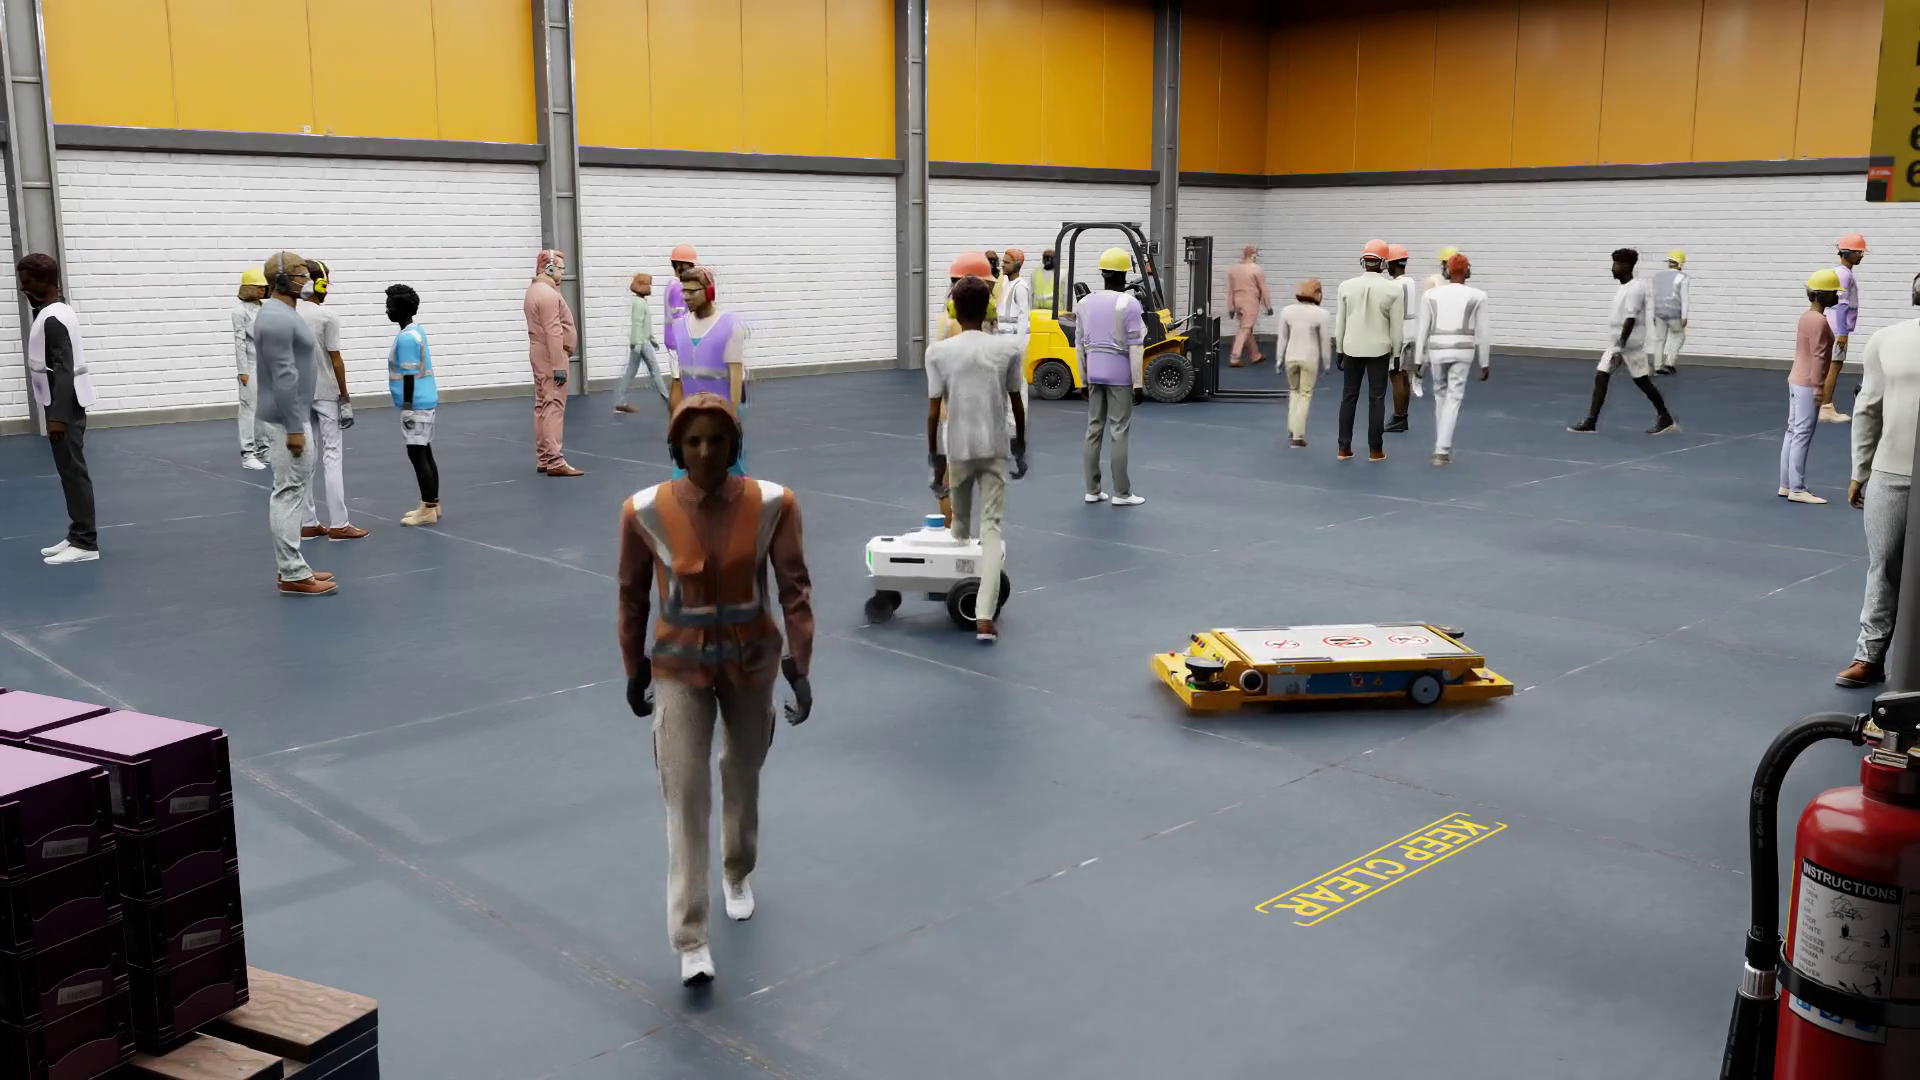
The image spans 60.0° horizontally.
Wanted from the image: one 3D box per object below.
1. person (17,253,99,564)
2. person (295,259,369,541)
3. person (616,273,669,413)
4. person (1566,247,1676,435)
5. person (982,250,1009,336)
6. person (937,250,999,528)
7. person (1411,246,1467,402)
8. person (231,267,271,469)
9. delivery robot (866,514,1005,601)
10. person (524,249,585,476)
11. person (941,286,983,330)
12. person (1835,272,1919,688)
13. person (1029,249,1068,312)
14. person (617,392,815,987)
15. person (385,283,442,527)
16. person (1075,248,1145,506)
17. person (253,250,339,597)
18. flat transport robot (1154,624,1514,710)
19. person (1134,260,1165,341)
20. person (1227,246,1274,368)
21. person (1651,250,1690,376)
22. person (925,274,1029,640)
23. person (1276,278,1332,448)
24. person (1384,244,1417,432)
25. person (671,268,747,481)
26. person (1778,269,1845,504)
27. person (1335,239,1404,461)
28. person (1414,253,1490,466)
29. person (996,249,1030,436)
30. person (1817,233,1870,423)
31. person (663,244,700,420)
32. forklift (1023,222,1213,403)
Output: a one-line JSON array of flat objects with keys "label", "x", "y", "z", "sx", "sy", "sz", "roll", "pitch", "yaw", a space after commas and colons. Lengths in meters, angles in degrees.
[{"label": "person", "x": -5.579, "y": -0.814, "z": 10.334, "sx": 0.392, "sy": 1.914, "sz": 0.589, "roll": -6, "pitch": 12, "yaw": -28}, {"label": "person", "x": -4.252, "y": -0.917, "z": 11.041, "sx": 0.515, "sy": 1.861, "sz": 0.329, "roll": 4, "pitch": 11, "yaw": 19}, {"label": "person", "x": -3.552, "y": -2.231, "z": 18.945, "sx": 0.849, "sy": 1.588, "sz": 0.503, "roll": -3, "pitch": 11, "yaw": -14}, {"label": "person", "x": 6.803, "y": -2.007, "z": 16.862, "sx": 1.038, "sy": 1.914, "sz": 0.601, "roll": 0, "pitch": 10, "yaw": 1}, {"label": "person", "x": 0.390, "y": -2.750, "z": 21.125, "sx": 0.623, "sy": 1.836, "sz": 0.430, "roll": 0, "pitch": 10, "yaw": -1}, {"label": "person", "x": 0.047, "y": -0.769, "z": 10.028, "sx": 0.378, "sy": 1.932, "sz": 0.551, "roll": -1, "pitch": 10, "yaw": -6}, {"label": "person", "x": 5.923, "y": -2.670, "z": 20.506, "sx": 0.601, "sy": 1.902, "sz": 0.870, "roll": -3, "pitch": 11, "yaw": -16}, {"label": "person", "x": -6.111, "y": -1.496, "z": 14.513, "sx": 0.319, "sy": 1.743, "sz": 0.488, "roll": 3, "pitch": 11, "yaw": 14}, {"label": "delivery robot", "x": -0.129, "y": 0.110, "z": 8.729, "sx": 0.707, "sy": 0.478, "sz": 0.477, "roll": 2, "pitch": 10, "yaw": 8}, {"label": "person", "x": -3.434, "y": -1.490, "z": 14.046, "sx": 0.410, "sy": 1.905, "sz": 0.641, "roll": -5, "pitch": 12, "yaw": -27}, {"label": "person", "x": -0.021, "y": -2.574, "z": 20.478, "sx": 0.516, "sy": 1.710, "sz": 0.764, "roll": -9, "pitch": 14, "yaw": -42}, {"label": "person", "x": 4.224, "y": -0.269, "z": 7.293, "sx": 0.372, "sy": 1.940, "sz": 0.630, "roll": -9, "pitch": 14, "yaw": -42}, {"label": "person", "x": 1.328, "y": -3.411, "z": 24.731, "sx": 0.637, "sy": 1.826, "sz": 0.696, "roll": 5, "pitch": 12, "yaw": 26}, {"label": "person", "x": -0.675, "y": 0.390, "z": 4.628, "sx": 0.521, "sy": 1.595, "sz": 0.869, "roll": -3, "pitch": 11, "yaw": -14}, {"label": "person", "x": -3.821, "y": -0.939, "z": 11.634, "sx": 0.322, "sy": 1.694, "sz": 0.538, "roll": -2, "pitch": 11, "yaw": -12}, {"label": "person", "x": 1.135, "y": -1.217, "z": 12.489, "sx": 0.584, "sy": 1.929, "sz": 0.371, "roll": 9, "pitch": 14, "yaw": 40}, {"label": "person", "x": -3.770, "y": -0.654, "z": 9.386, "sx": 0.371, "sy": 1.940, "sz": 0.627, "roll": -4, "pitch": 11, "yaw": -20}, {"label": "flat transport robot", "x": 1.640, "y": 0.547, "z": 7.389, "sx": 1.431, "sy": 0.197, "sz": 0.652, "roll": -1, "pitch": 10, "yaw": -7}, {"label": "person", "x": 3.013, "y": -3.639, "z": 26.501, "sx": 0.503, "sy": 1.633, "sz": 0.280, "roll": 3, "pitch": 11, "yaw": 13}, {"label": "person", "x": 4.494, "y": -3.590, "z": 25.656, "sx": 1.013, "sy": 1.847, "sz": 0.644, "roll": -7, "pitch": 13, "yaw": -34}, {"label": "person", "x": 10.210, "y": -3.250, "z": 23.868, "sx": 0.478, "sy": 1.813, "sz": 0.632, "roll": -7, "pitch": 12, "yaw": -33}, {"label": "person", "x": 0.087, "y": -0.430, "z": 8.483, "sx": 0.520, "sy": 1.831, "sz": 0.846, "roll": 1, "pitch": 10, "yaw": 4}, {"label": "person", "x": 3.322, "y": -1.698, "z": 15.958, "sx": 0.510, "sy": 1.610, "sz": 0.549, "roll": 7, "pitch": 13, "yaw": 35}, {"label": "person", "x": 4.484, "y": -2.070, "z": 17.147, "sx": 0.385, "sy": 1.927, "sz": 0.545, "roll": 6, "pitch": 12, "yaw": 31}, {"label": "person", "x": -1.607, "y": -0.774, "z": 10.362, "sx": 0.588, "sy": 1.808, "sz": 0.836, "roll": 6, "pitch": 12, "yaw": 28}, {"label": "person", "x": 6.481, "y": -1.166, "z": 12.649, "sx": 0.327, "sy": 1.769, "sz": 0.525, "roll": 3, "pitch": 11, "yaw": 15}, {"label": "person", "x": 3.673, "y": -1.693, "z": 14.940, "sx": 0.619, "sy": 1.989, "sz": 0.397, "roll": 5, "pitch": 12, "yaw": 27}, {"label": "person", "x": 4.392, "y": -1.603, "z": 14.778, "sx": 0.626, "sy": 1.847, "sz": 0.818, "roll": 6, "pitch": 12, "yaw": 28}, {"label": "person", "x": 0.535, "y": -2.005, "z": 16.901, "sx": 0.349, "sy": 1.884, "sz": 0.584, "roll": -2, "pitch": 11, "yaw": -12}, {"label": "person", "x": 9.561, "y": -2.287, "z": 18.013, "sx": 0.381, "sy": 2.040, "sz": 0.616, "roll": 4, "pitch": 11, "yaw": 22}, {"label": "person", "x": -2.706, "y": -1.911, "z": 16.253, "sx": 0.376, "sy": 1.934, "sz": 0.547, "roll": -2, "pitch": 11, "yaw": -13}, {"label": "forklift", "x": 1.935, "y": -2.847, "z": 20.651, "sx": 2.313, "sy": 2.155, "sz": 1.214, "roll": 2, "pitch": 11, "yaw": 13}]
